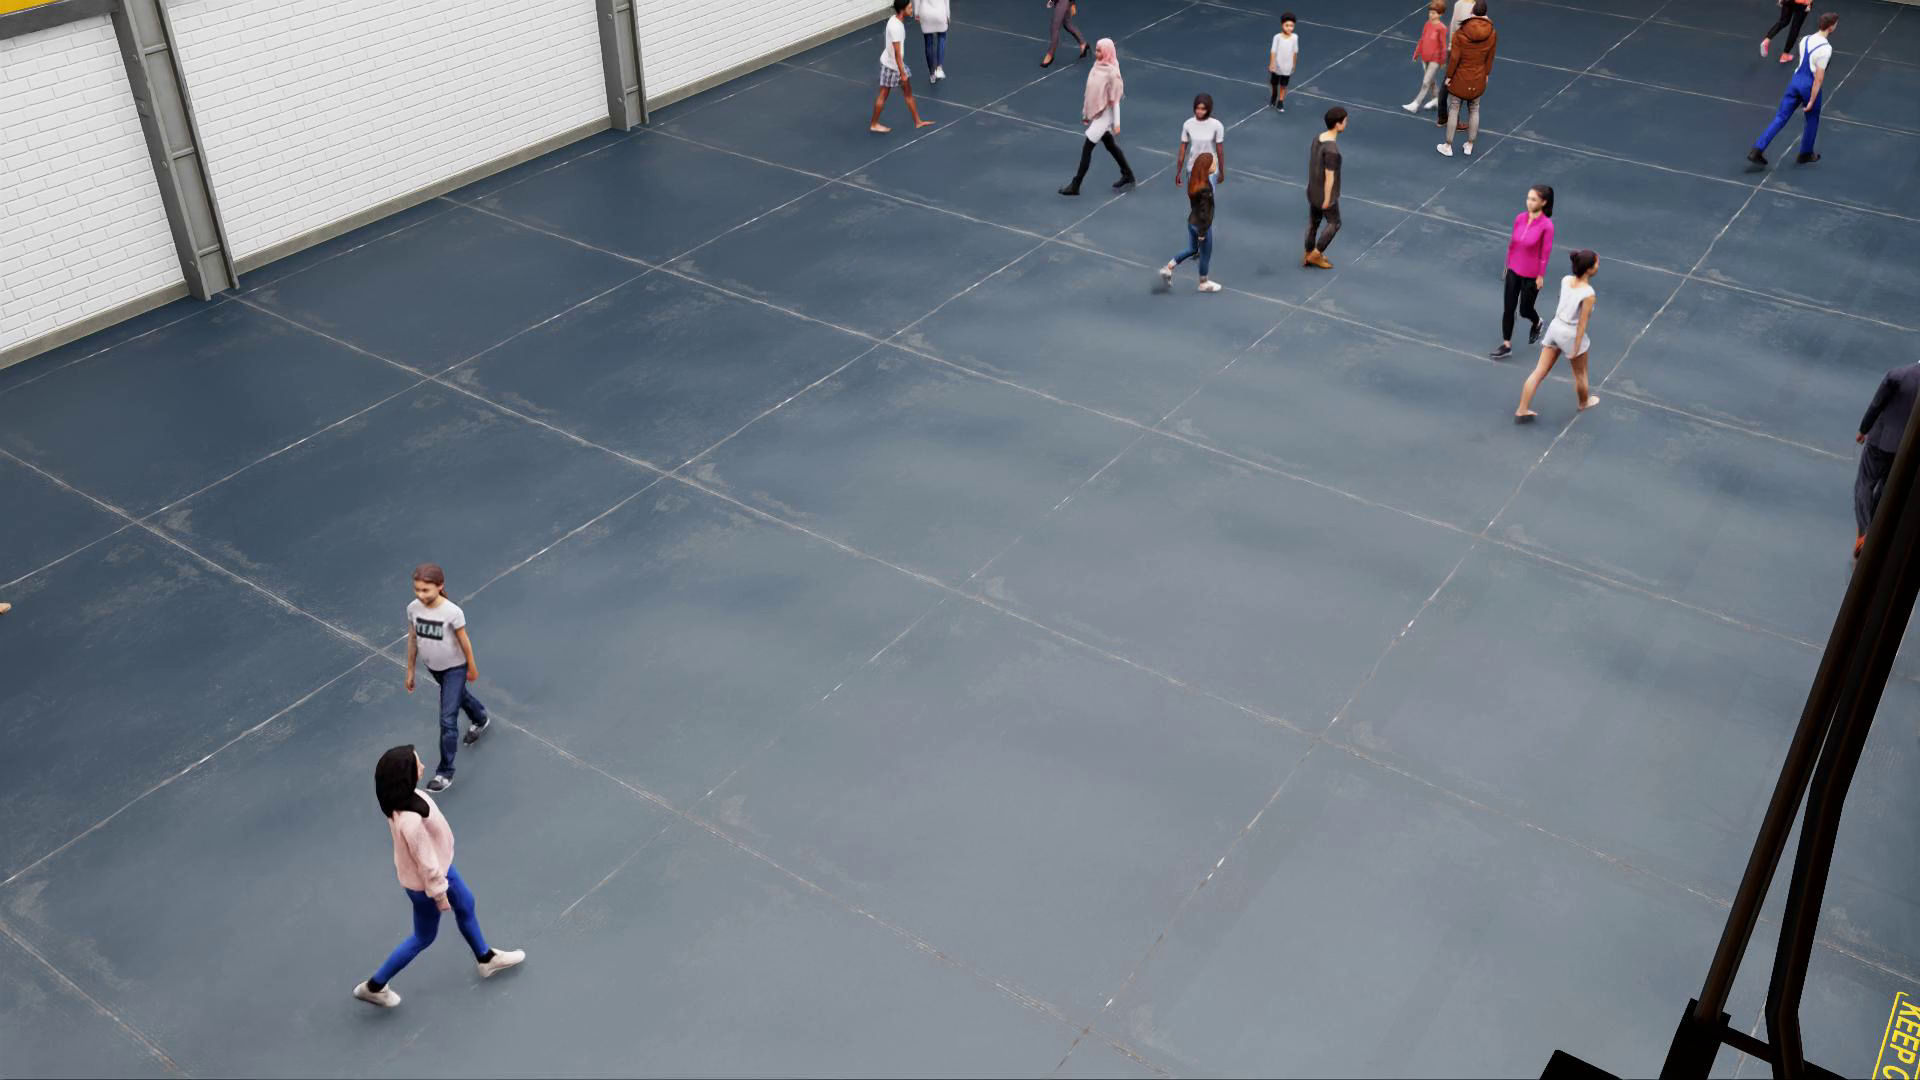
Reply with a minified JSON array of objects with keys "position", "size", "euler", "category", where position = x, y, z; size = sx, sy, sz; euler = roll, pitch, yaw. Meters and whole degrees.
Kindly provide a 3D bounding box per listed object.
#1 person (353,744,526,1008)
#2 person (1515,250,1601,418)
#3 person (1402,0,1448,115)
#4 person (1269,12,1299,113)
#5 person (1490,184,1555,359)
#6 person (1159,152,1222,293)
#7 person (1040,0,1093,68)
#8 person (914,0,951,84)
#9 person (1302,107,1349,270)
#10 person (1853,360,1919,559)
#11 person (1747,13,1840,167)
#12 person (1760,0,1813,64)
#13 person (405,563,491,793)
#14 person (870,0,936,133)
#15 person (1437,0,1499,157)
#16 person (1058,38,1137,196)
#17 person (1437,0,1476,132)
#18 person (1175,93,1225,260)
[{"position":[-2.933,1.827,8.860],"size":[1.251,1.735,1.053],"euler":[-13,36,-19],"category":"person"},{"position":[5.170,-1.732,14.370],"size":[1.135,1.562,0.901],"euler":[-15,37,-22],"category":"person"},{"position":[6.056,-6.144,21.166],"size":[0.978,1.387,0.803],"euler":[-15,37,-22],"category":"person"},{"position":[4.124,-6.134,21.271],"size":[0.629,1.255,0.689],"euler":[1,34,1],"category":"person"},{"position":[5.281,-2.481,15.386],"size":[0.893,1.685,0.731],"euler":[-22,40,-30],"category":"person"},{"position":[2.324,-3.161,16.606],"size":[0.944,1.468,0.870],"euler":[-6,34,-10],"category":"person"},{"position":[1.488,-7.282,22.657],"size":[1.119,1.632,0.977],"euler":[-11,35,-16],"category":"person"},{"position":[-0.366,-6.920,21.987],"size":[0.729,1.770,0.729],"euler":[3,34,4],"category":"person"},{"position":[3.661,-3.593,17.042],"size":[0.767,1.703,0.722],"euler":[-8,34,-12],"category":"person"},{"position":[7.104,-0.712,12.620],"size":[0.942,1.801,1.179],"euler":[8,34,12],"category":"person"},{"position":[9.734,-5.201,19.367],"size":[1.347,1.808,1.102],"euler":[-13,36,-19],"category":"person"},{"position":[11.361,-7.336,22.698],"size":[0.976,1.677,0.794],"euler":[-19,38,-26],"category":"person"},{"position":[-3.262,0.765,10.655],"size":[0.727,1.517,1.106],"euler":[11,35,16],"category":"person"},{"position":[-0.896,-5.797,20.385],"size":[0.991,1.674,1.079],"euler":[4,34,6],"category":"person"},{"position":[6.044,-5.487,19.769],"size":[0.853,1.839,0.904],"euler":[-3,34,-4],"category":"person"},{"position":[1.687,-4.728,18.706],"size":[1.283,1.753,1.099],"euler":[-12,35,-17],"category":"person"},{"position":[6.171,-6.009,20.531],"size":[0.774,1.866,0.742],"euler":[-10,35,-14],"category":"person"},{"position":[2.565,-3.871,17.468],"size":[0.688,1.695,0.889],"euler":[16,37,22],"category":"person"}]
